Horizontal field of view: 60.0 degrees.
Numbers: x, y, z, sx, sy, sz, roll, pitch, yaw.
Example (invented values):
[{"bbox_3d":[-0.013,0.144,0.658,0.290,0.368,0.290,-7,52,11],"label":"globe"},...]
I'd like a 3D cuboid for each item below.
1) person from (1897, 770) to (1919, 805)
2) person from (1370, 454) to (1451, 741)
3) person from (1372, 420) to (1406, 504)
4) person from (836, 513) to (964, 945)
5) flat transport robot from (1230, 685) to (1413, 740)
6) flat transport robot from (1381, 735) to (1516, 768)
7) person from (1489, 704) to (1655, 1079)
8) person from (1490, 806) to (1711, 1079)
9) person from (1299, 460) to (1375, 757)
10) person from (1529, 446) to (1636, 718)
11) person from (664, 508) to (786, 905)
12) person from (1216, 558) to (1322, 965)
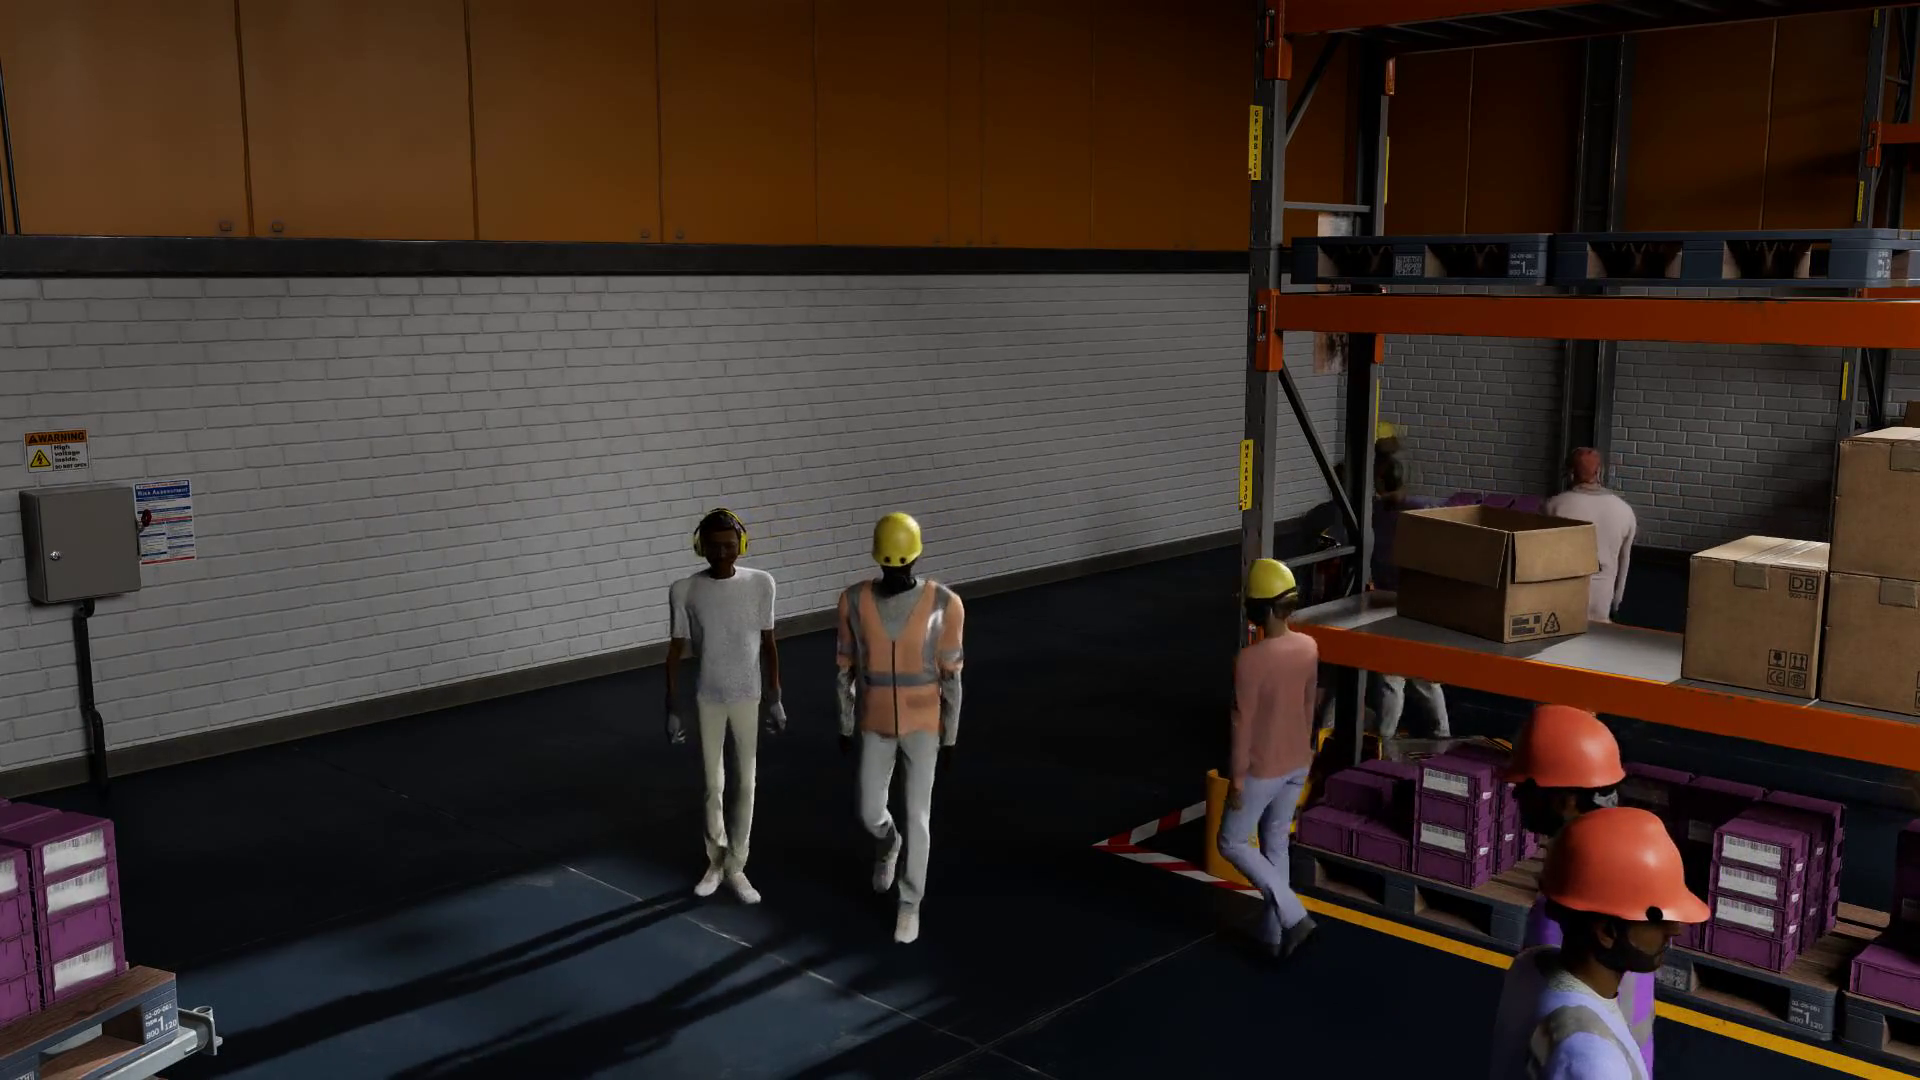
[{"bbox_3d":[5.413,0.652,8.641,0.888,1.812,0.634,9,13,43],"label":"person"},{"bbox_3d":[2.531,0.441,9.714,0.891,1.879,0.635,-2,10,-14],"label":"person"},{"bbox_3d":[3.588,-0.166,13.939,0.813,1.705,0.494,-4,10,-25],"label":"person"},{"bbox_3d":[-0.269,0.801,7.437,0.590,1.899,0.586,1,9,8],"label":"person"},{"bbox_3d":[2.221,1.144,10.309,0.652,0.197,1.431,-2,9,-10],"label":"flat transport robot"},{"bbox_3d":[2.673,1.300,9.353,1.431,0.197,0.652,-2,9,-10],"label":"flat transport robot"},{"bbox_3d":[1.414,1.345,4.082,0.741,1.908,0.553,5,10,28],"label":"person"},{"bbox_3d":[1.224,1.458,3.289,0.372,1.935,0.551,1,9,7],"label":"person"},{"bbox_3d":[2.044,0.489,9.333,0.625,1.923,0.648,-2,10,-14],"label":"person"},{"bbox_3d":[3.709,0.368,10.130,0.675,1.884,0.646,-1,9,-6],"label":"person"},{"bbox_3d":[-1.096,0.772,7.765,0.565,1.848,0.427,-2,9,-10],"label":"person"},{"bbox_3d":[1.321,0.948,6.969,0.525,1.752,0.444,-8,12,-41],"label":"person"}]
